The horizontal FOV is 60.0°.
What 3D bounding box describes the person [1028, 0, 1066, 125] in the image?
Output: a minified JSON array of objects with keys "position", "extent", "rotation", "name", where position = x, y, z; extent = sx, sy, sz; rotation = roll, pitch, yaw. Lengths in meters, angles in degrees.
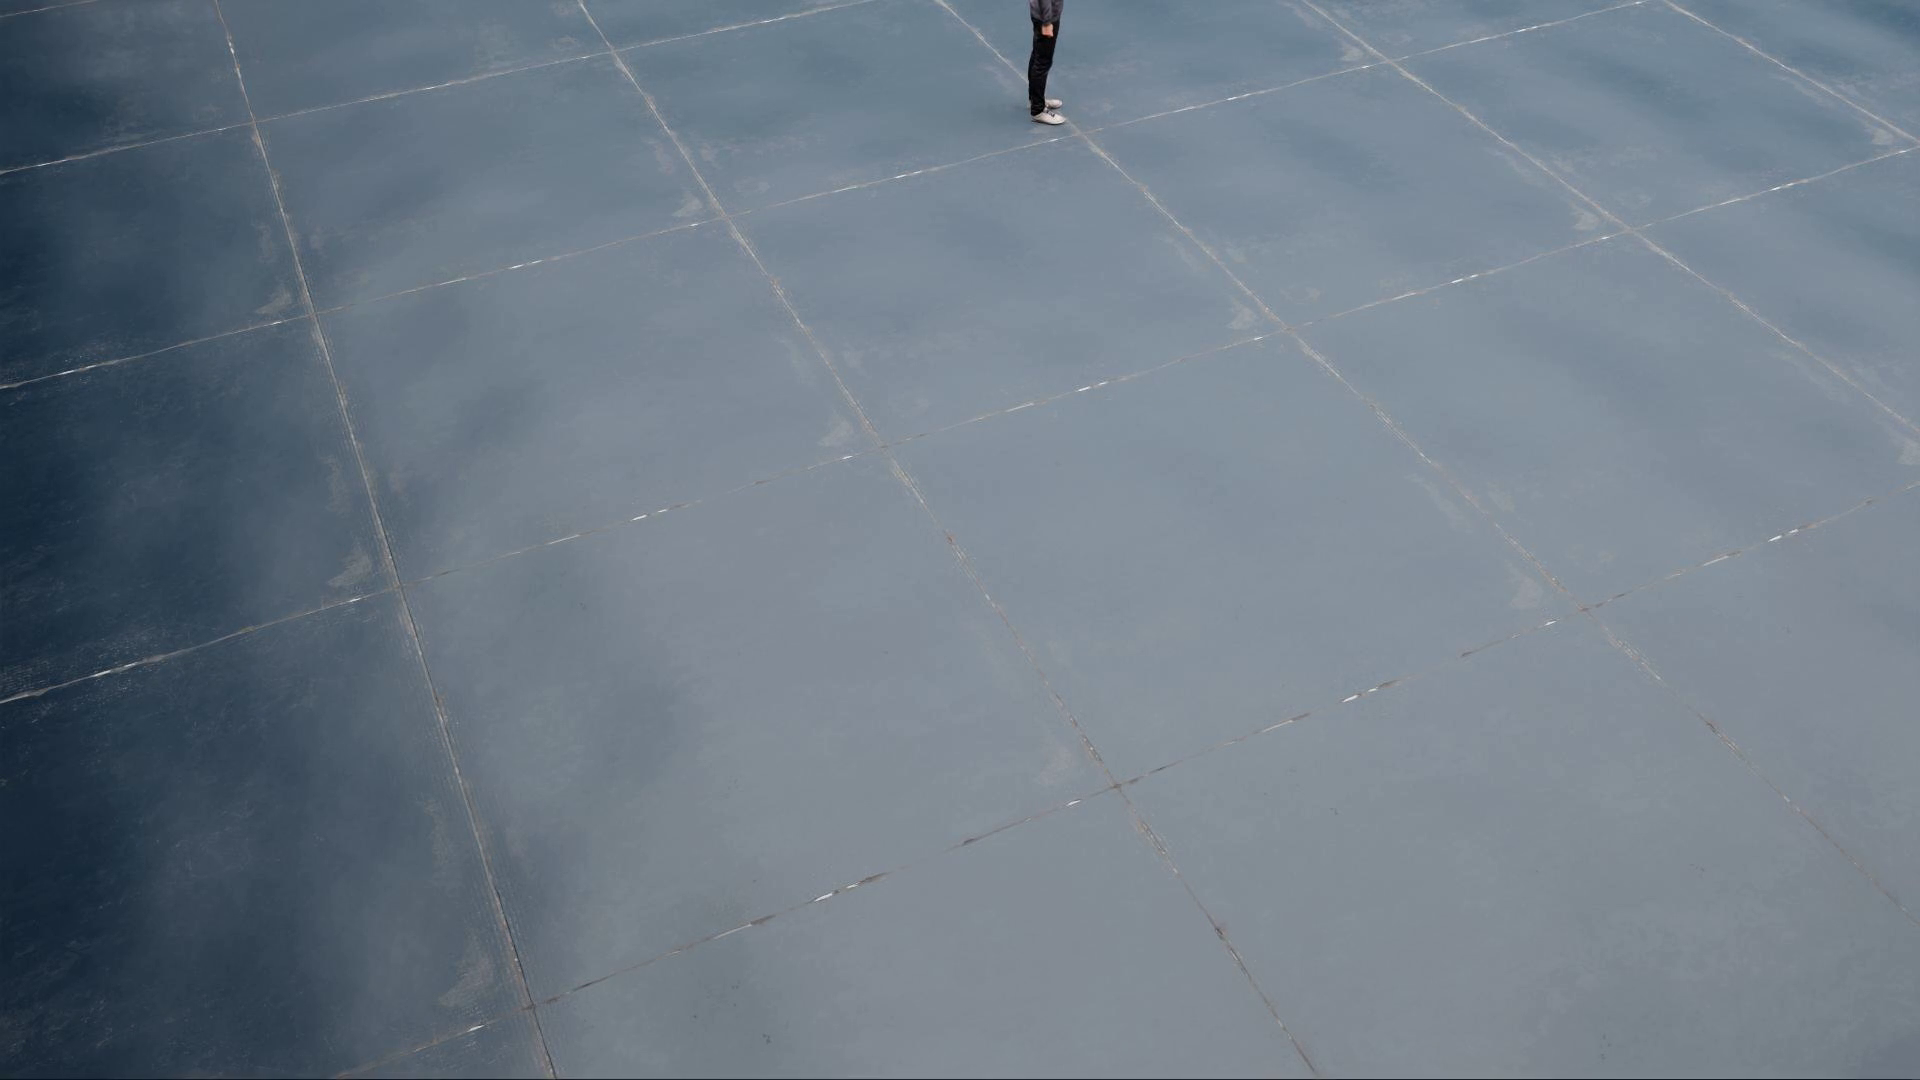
[{"position":[0.662,-4.142,13.007],"extent":[0.756,1.761,0.625],"rotation":[0,42,0],"name":"person"}]
